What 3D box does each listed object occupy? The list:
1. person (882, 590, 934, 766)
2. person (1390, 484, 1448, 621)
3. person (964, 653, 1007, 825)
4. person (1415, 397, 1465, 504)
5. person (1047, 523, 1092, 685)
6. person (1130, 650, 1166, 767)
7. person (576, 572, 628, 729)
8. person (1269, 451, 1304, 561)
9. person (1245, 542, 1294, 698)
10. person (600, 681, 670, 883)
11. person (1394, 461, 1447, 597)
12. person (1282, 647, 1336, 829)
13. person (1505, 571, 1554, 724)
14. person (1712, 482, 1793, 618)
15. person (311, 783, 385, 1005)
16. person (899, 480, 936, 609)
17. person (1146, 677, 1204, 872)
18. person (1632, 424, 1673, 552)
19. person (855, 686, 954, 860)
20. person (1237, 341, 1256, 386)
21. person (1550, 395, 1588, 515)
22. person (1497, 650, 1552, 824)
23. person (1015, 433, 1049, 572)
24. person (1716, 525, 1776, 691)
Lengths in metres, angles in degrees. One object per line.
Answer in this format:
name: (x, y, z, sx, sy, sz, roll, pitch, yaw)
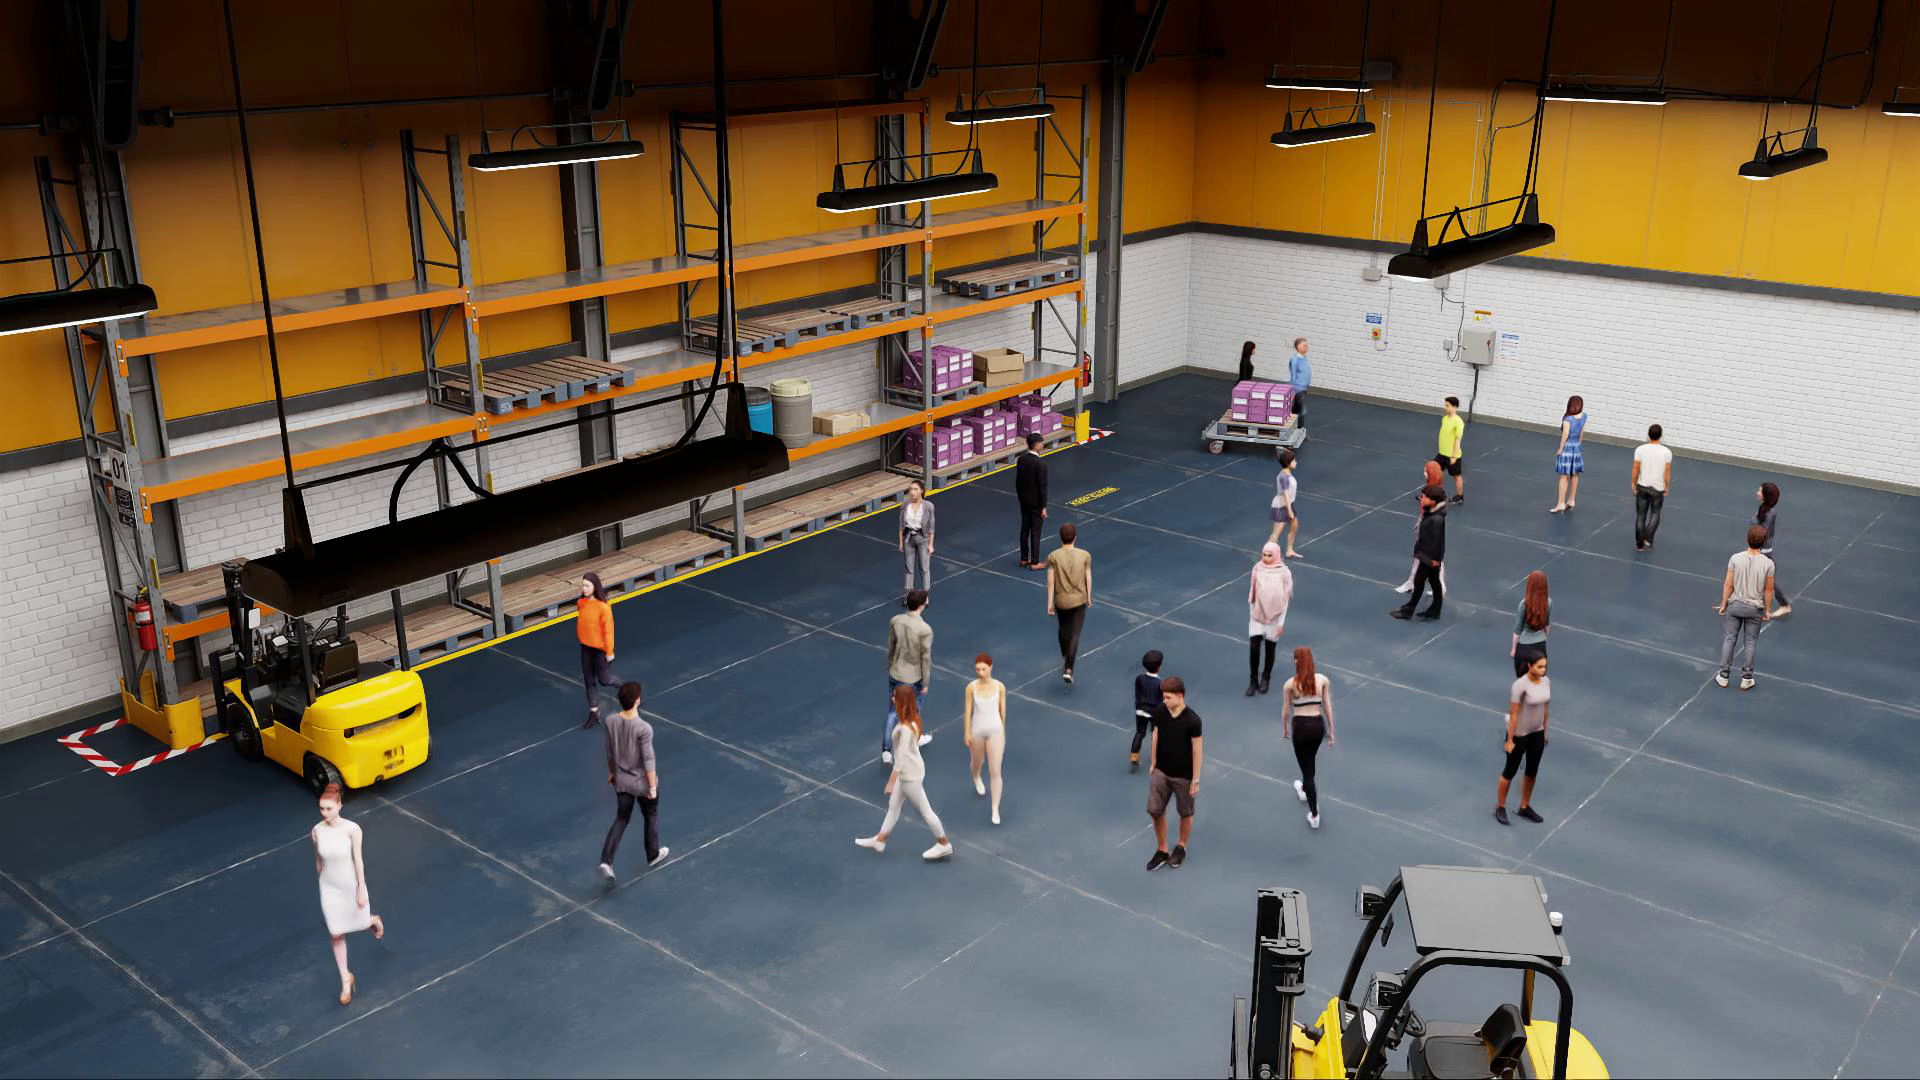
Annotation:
person: (-0.586, 1.414, 16.804, 0.884, 1.839, 1.180, 9, 21, 25)
person: (5.923, 0.180, 20.606, 0.969, 1.752, 0.956, 2, 19, 6)
person: (0.231, 1.828, 15.938, 1.008, 1.608, 1.076, -2, 19, -5)
person: (7.494, -1.328, 25.223, 1.160, 1.663, 0.954, -8, 20, -23)
person: (1.244, 0.742, 18.834, 1.055, 1.817, 1.312, 4, 19, 11)
person: (1.892, 1.729, 16.865, 0.579, 1.205, 0.860, 11, 21, 29)
person: (-3.828, 1.142, 17.775, 0.685, 1.736, 0.935, 12, 22, 31)
person: (4.369, -0.461, 22.833, 0.747, 1.545, 0.720, 7, 20, 21)
person: (3.460, 0.858, 18.537, 0.732, 1.787, 0.797, 8, 20, 22)
person: (-2.929, 2.145, 14.654, 0.881, 1.826, 1.138, 8, 20, 23)
person: (6.176, -0.123, 21.428, 0.894, 1.801, 0.922, 5, 19, 15)
person: (3.278, 1.881, 15.617, 1.048, 1.713, 1.095, -1, 19, -2)
person: (6.069, 1.167, 17.691, 0.622, 1.741, 0.708, -5, 19, -16)
person: (10.069, 0.155, 20.717, 1.077, 1.728, 1.164, 3, 19, 8)
person: (-4.775, 2.717, 13.044, 0.955, 1.769, 1.083, 1, 19, 4)
person: (-0.546, 0.043, 21.129, 0.715, 1.678, 0.731, 4, 19, 13)
person: (1.992, 2.046, 14.931, 0.747, 1.838, 0.795, 12, 22, 32)
person: (9.613, -0.708, 23.178, 0.734, 1.794, 0.762, 8, 20, 23)
person: (-0.365, 2.130, 14.946, 1.110, 1.669, 1.132, 1, 19, 3)
person: (4.934, -2.693, 29.330, 0.864, 1.628, 0.854, 3, 19, 9)
person: (9.116, -1.286, 24.874, 0.605, 1.806, 0.785, -12, 22, -32)
person: (5.319, 1.831, 15.718, 0.664, 1.742, 0.769, -8, 20, -22)
person: (0.971, -0.529, 22.513, 0.615, 1.878, 0.730, -15, 24, -37)
person: (8.817, 0.753, 18.680, 0.717, 1.895, 0.628, 9, 21, 25)
